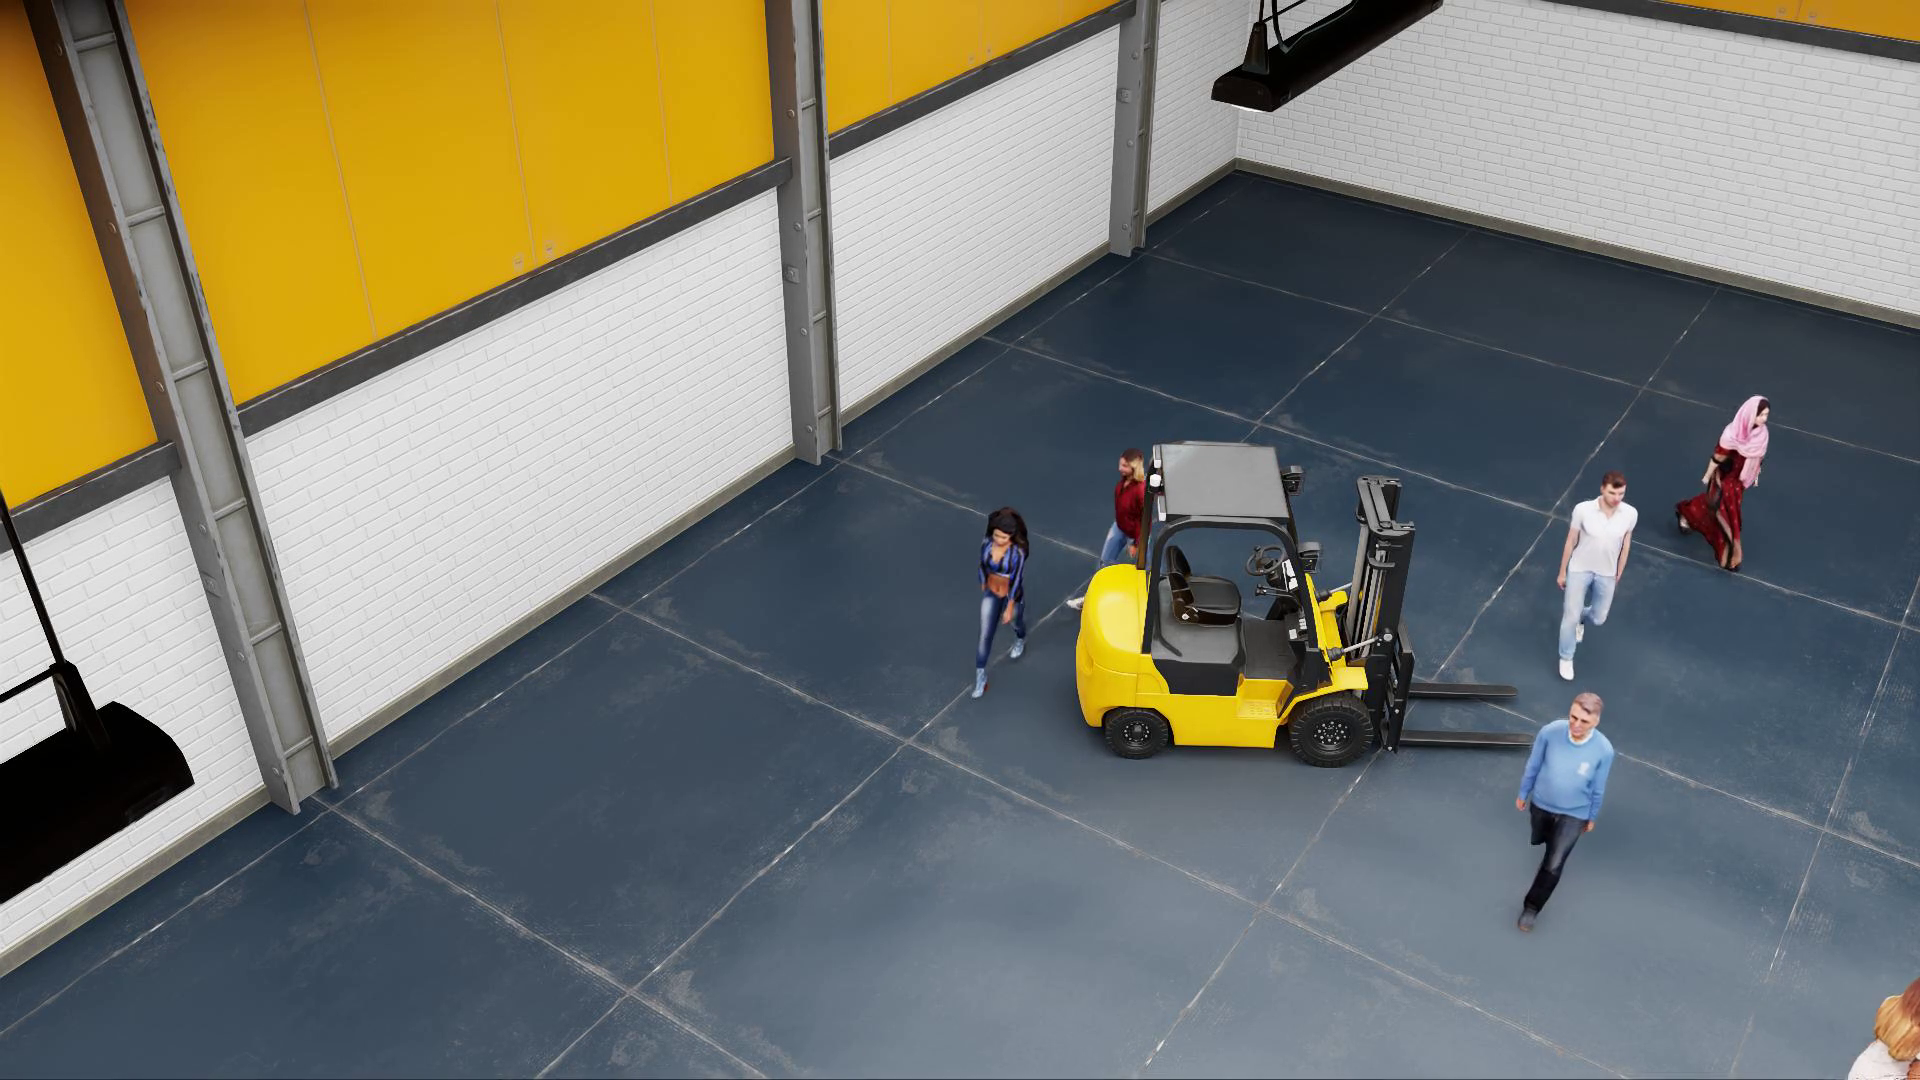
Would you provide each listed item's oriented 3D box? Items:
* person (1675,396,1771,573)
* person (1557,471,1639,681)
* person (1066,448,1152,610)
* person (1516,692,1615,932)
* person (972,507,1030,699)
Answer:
[{"bbox_3d":[6.642,-0.581,14.491,1.141,1.592,1.089,-12,35,-18],"label":"person"},{"bbox_3d":[4.940,0.209,13.084,0.868,1.835,0.998,4,34,7],"label":"person"},{"bbox_3d":[1.476,-0.054,13.711,1.171,1.578,0.978,-12,36,-18],"label":"person"},{"bbox_3d":[3.966,1.677,10.912,0.660,1.794,1.078,22,39,29],"label":"person"},{"bbox_3d":[0.387,0.421,12.994,0.734,1.582,1.104,16,37,23],"label":"person"}]
